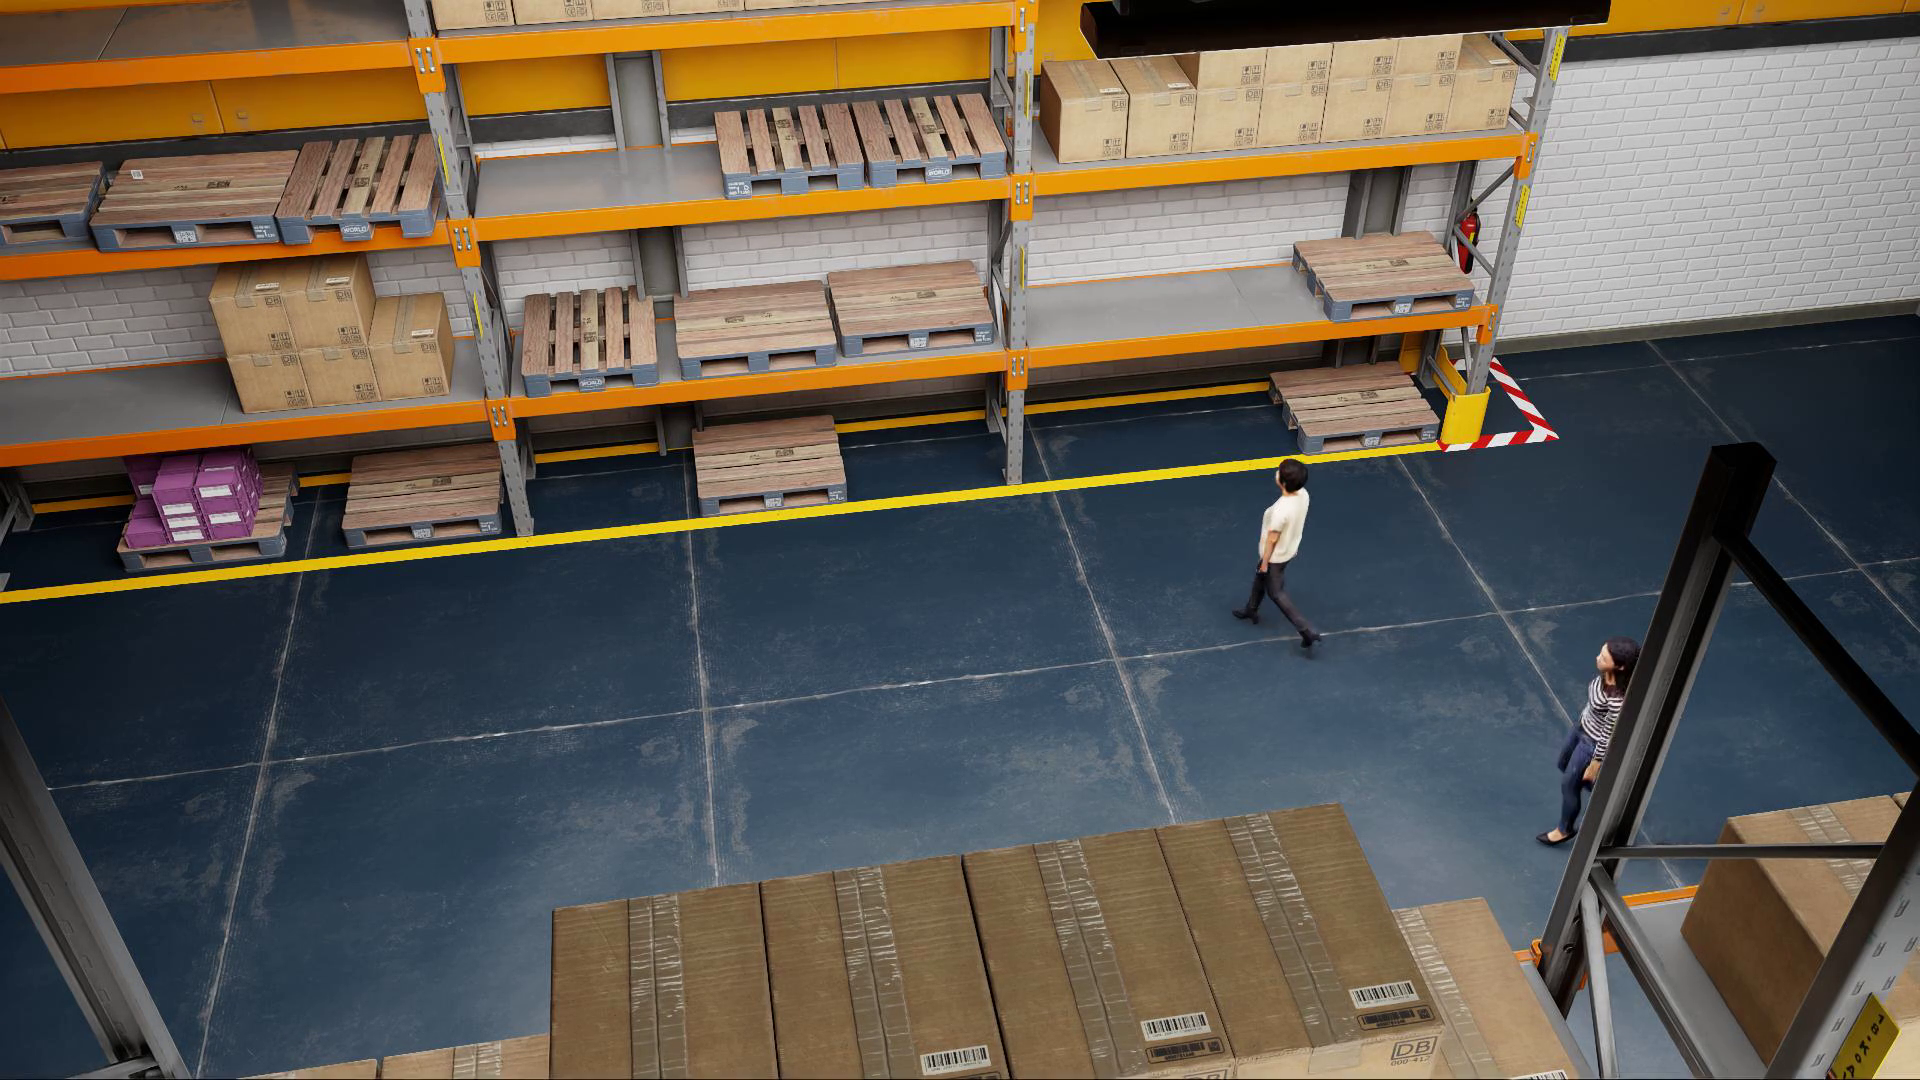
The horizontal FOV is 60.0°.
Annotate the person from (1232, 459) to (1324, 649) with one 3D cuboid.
[{"bbox_3d":[2.334,0.124,11.876,1.042,1.561,0.999,25,45,28],"label":"person"}]

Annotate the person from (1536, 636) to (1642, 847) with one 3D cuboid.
[{"bbox_3d":[3.989,1.285,10.247,0.865,1.779,0.767,8,39,10],"label":"person"}]
